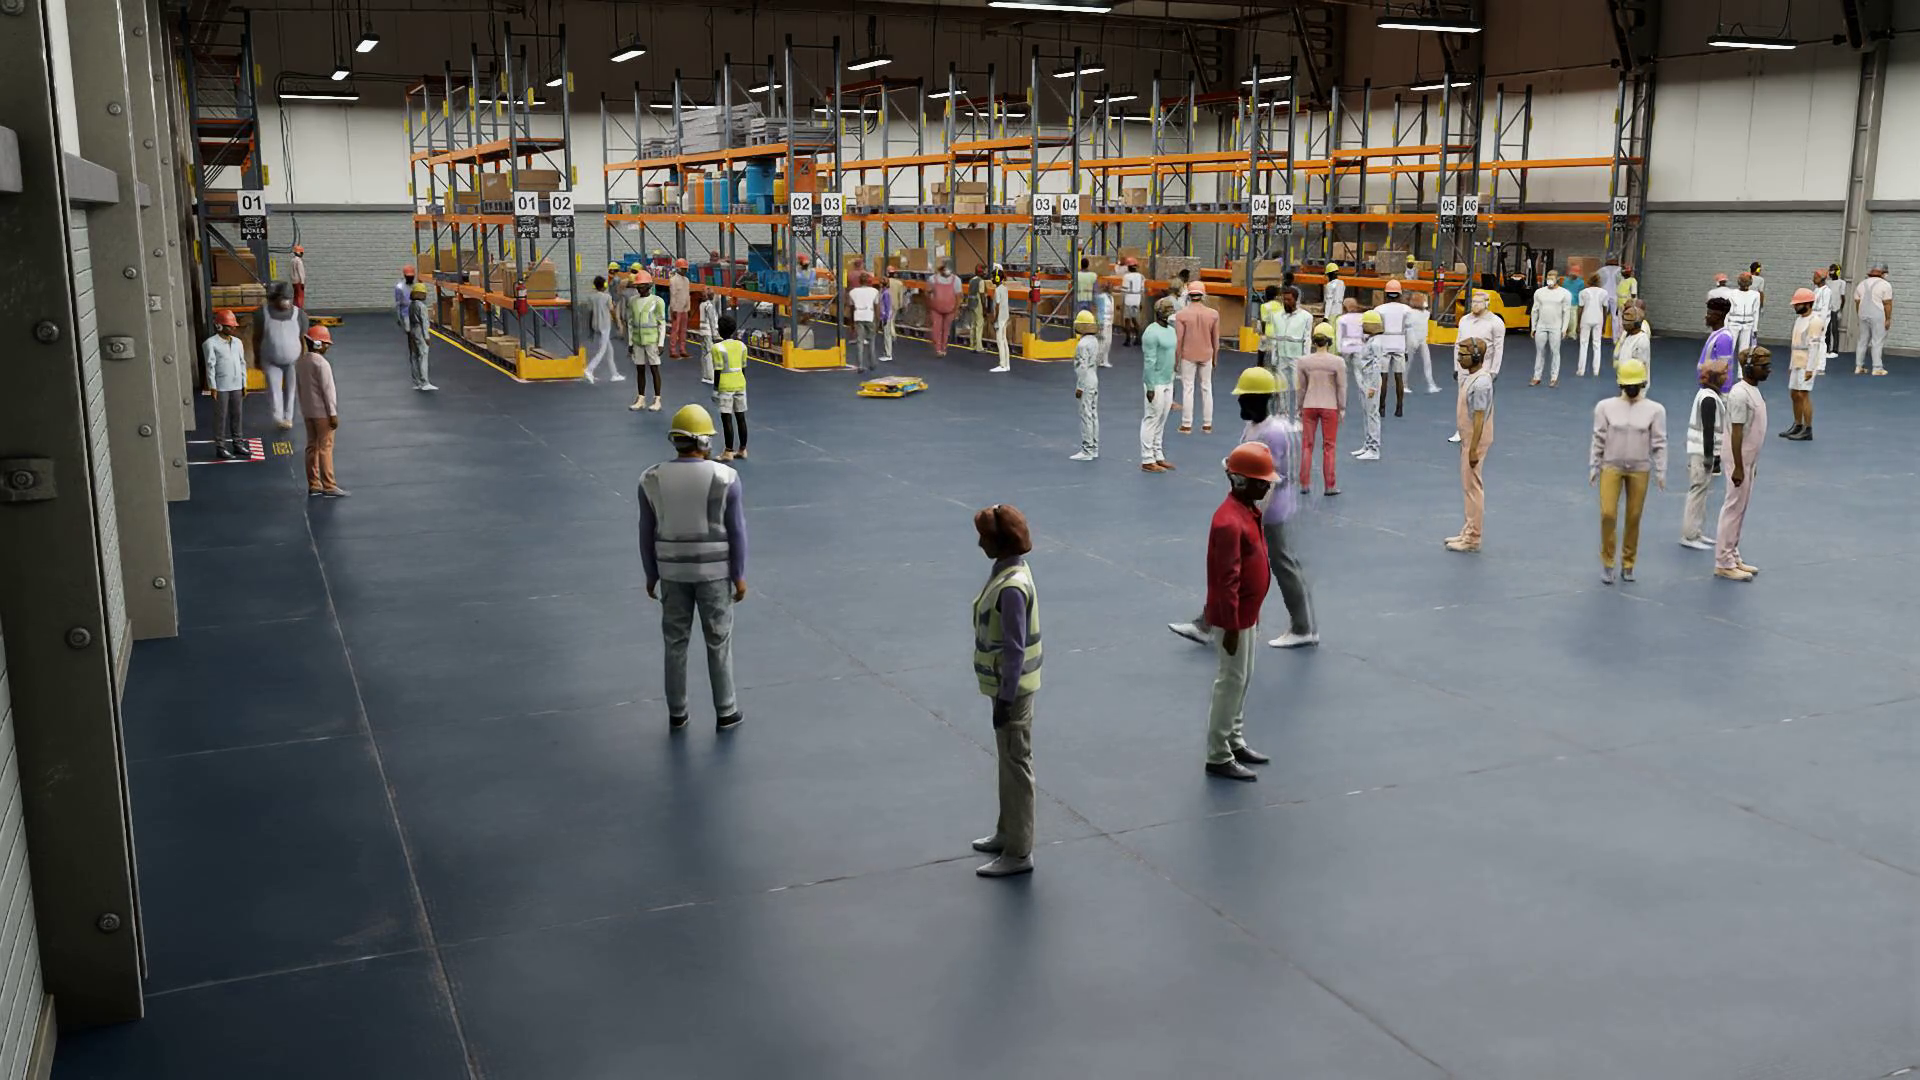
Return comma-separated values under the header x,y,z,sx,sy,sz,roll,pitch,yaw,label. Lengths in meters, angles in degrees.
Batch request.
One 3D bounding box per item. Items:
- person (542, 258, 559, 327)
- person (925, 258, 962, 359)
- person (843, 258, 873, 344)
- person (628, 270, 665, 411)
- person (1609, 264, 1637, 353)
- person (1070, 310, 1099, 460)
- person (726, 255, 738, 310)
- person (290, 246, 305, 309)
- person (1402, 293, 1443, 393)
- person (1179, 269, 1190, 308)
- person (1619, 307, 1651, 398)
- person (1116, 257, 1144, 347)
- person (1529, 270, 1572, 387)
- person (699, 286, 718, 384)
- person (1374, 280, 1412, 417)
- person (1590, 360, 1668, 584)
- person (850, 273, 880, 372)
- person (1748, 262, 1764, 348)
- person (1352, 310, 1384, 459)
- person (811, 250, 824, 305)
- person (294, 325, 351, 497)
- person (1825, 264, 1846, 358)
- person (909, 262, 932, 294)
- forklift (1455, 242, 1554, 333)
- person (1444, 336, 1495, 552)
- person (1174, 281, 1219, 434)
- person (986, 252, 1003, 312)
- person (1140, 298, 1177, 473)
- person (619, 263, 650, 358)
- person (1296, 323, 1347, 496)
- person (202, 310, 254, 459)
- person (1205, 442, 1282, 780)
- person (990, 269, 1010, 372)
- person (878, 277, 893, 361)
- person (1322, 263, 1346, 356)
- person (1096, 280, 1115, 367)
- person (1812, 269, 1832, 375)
x,y,z,sx,sy,sz,roll,pitch,yaw,label
-10.455,-6.278,42.190,0.562,1.742,0.337,-9,14,-38,person
-0.325,-4.633,33.075,0.712,2.000,0.943,-1,11,-7,person
-2.242,-5.251,36.631,0.713,1.886,0.409,1,11,5,person
-4.582,-2.895,24.235,0.605,2.045,0.377,4,12,21,person
13.641,-4.726,34.053,0.377,1.845,0.575,-1,11,-6,person
1.460,-1.812,19.500,0.304,1.743,0.494,5,12,22,person
-6.811,-7.678,49.618,0.280,1.625,0.493,7,13,32,person
-18.110,-7.065,45.590,0.406,1.987,0.622,-10,15,-42,person
7.358,-3.123,26.531,0.513,1.602,0.803,-7,13,-30,person
4.741,-4.929,35.486,0.323,1.686,0.538,-2,11,-9,person
7.527,-1.685,18.629,0.341,1.838,0.501,0,11,1,person
3.679,-5.129,35.900,0.558,1.923,0.439,-9,14,-39,person
9.787,-3.507,27.614,0.631,1.940,0.372,8,14,35,person
-4.240,-3.450,28.075,0.309,1.645,0.514,-6,13,-28,person
6.097,-2.708,23.555,0.545,1.939,0.373,1,11,3,person
5.184,-0.516,12.912,0.545,1.741,0.598,3,12,17,person
-1.736,-3.968,30.347,0.575,1.784,0.989,1,11,7,person
16.430,-4.826,34.509,0.328,1.865,0.520,-9,14,-38,person
4.803,-1.823,19.552,0.297,1.743,0.493,1,11,4,person
-4.435,-8.146,51.694,0.349,1.743,0.563,2,11,12,person
-6.500,-1.307,16.929,0.562,1.742,0.338,9,14,37,person
17.401,-4.568,33.187,0.310,1.868,0.533,-3,12,-15,person
-0.994,-6.719,44.147,0.666,1.857,0.994,-4,12,-20,person
13.047,-6.049,39.881,2.313,2.155,1.214,-5,12,-23,forklift
4.367,-0.816,14.205,0.348,1.839,0.504,2,11,10,person
3.082,-2.383,21.764,0.612,1.991,0.392,-2,11,-8,person
0.741,-5.865,39.330,0.605,2.045,0.377,4,12,18,person
2.229,-1.724,18.554,0.375,1.939,0.628,7,13,30,person
-6.511,-4.608,33.370,0.601,1.869,0.938,-1,11,-4,person
3.695,-1.336,17.023,0.524,1.768,0.311,6,13,28,person
-8.619,-1.834,19.613,0.349,1.743,0.564,5,12,23,person
1.441,0.358,8.484,0.354,1.738,0.574,4,12,19,person
0.725,-3.998,30.327,0.328,1.861,0.506,3,12,16,person
-1.459,-4.315,32.482,0.307,1.639,0.525,-1,11,-6,person
7.135,-4.335,31.872,0.375,1.919,0.584,9,14,39,person
2.741,-4.028,31.049,0.368,1.619,0.531,7,13,30,person
15.360,-3.891,29.741,0.353,1.877,0.573,2,11,8,person
